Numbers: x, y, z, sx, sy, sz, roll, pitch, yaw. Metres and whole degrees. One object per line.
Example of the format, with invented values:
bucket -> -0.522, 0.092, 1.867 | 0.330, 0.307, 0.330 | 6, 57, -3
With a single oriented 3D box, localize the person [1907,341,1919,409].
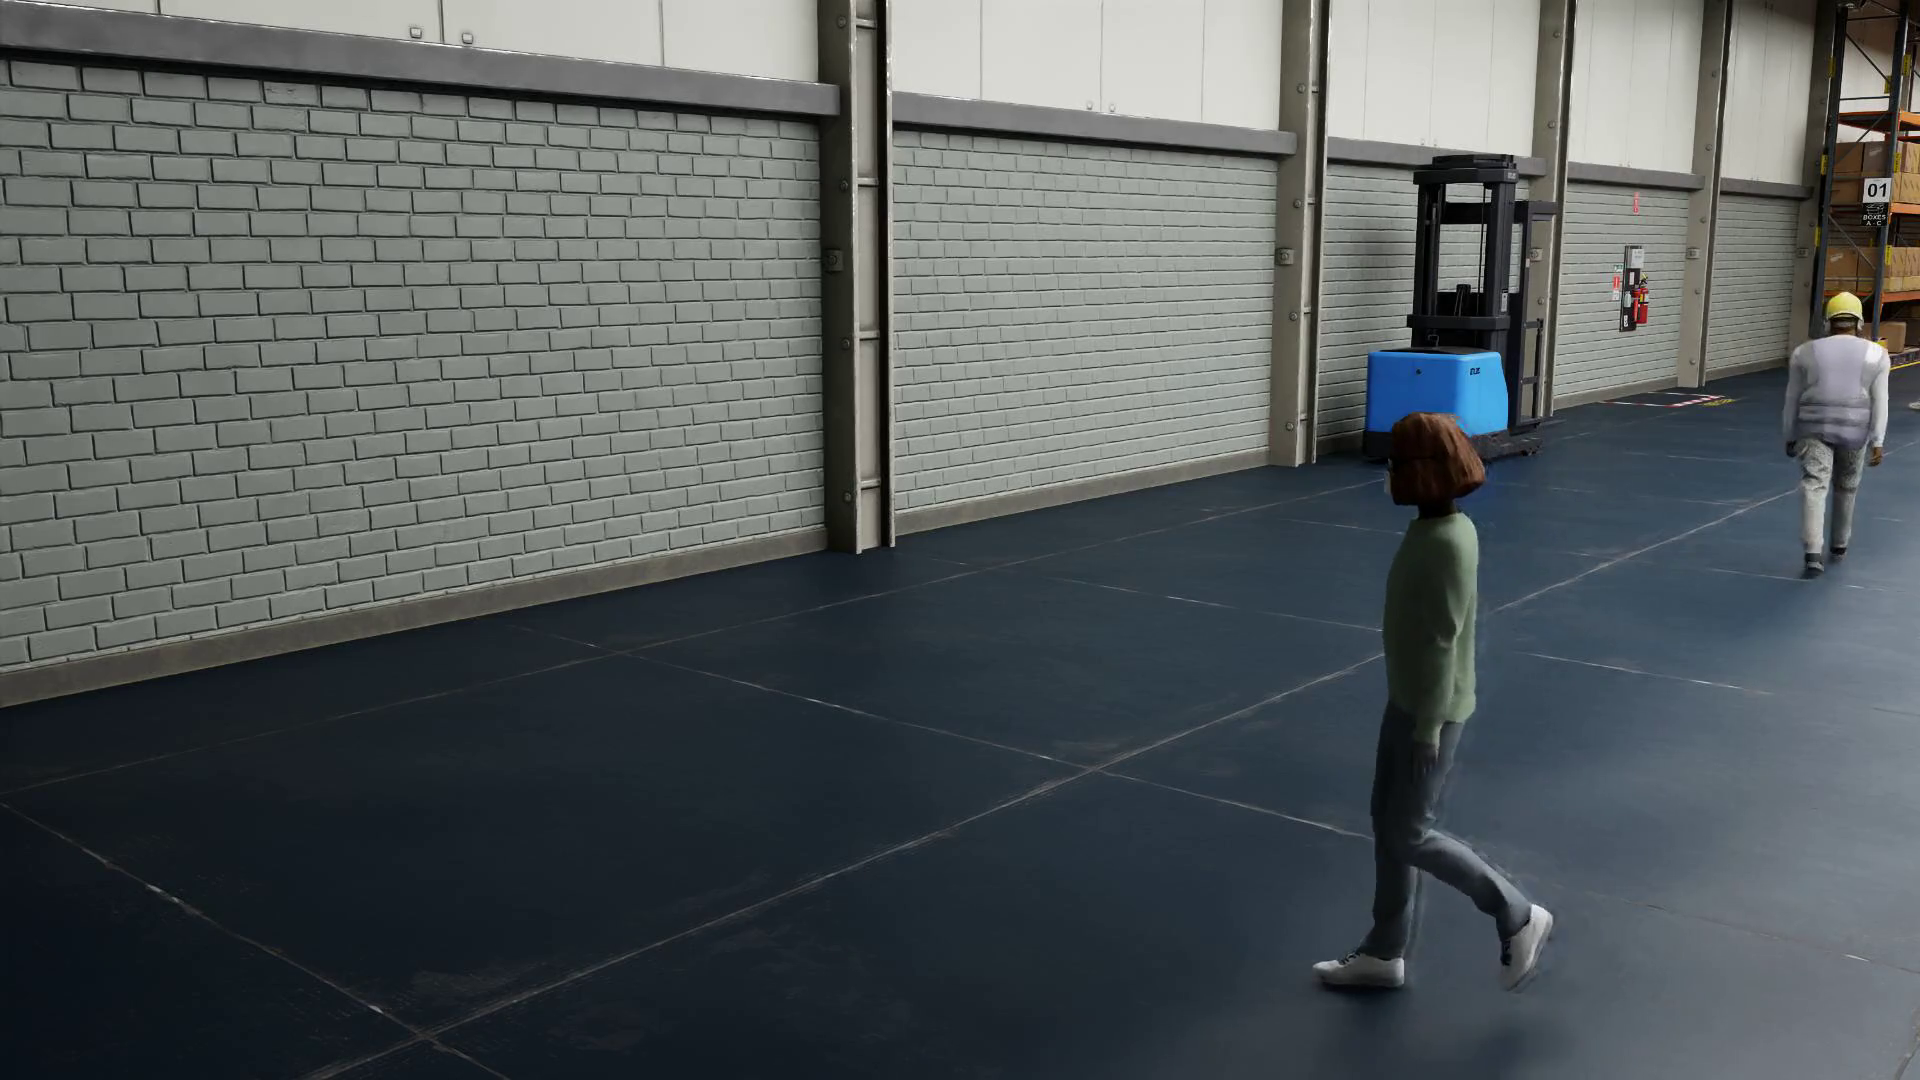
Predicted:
person -> 12.388, -2.585, 21.120 | 0.337, 1.883, 0.584 | 0, 10, 1

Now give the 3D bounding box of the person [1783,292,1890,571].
person -> 5.626, -0.699, 10.718 | 0.596, 1.777, 0.948 | 5, 11, 27

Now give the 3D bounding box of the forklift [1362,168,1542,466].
forklift -> 4.875, -2.212, 16.287 | 1.129, 2.768, 1.873 | 8, 13, 40

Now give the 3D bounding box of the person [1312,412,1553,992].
person -> 1.292, 0.462, 4.507 | 0.545, 1.618, 0.518 | 1, 10, 4
